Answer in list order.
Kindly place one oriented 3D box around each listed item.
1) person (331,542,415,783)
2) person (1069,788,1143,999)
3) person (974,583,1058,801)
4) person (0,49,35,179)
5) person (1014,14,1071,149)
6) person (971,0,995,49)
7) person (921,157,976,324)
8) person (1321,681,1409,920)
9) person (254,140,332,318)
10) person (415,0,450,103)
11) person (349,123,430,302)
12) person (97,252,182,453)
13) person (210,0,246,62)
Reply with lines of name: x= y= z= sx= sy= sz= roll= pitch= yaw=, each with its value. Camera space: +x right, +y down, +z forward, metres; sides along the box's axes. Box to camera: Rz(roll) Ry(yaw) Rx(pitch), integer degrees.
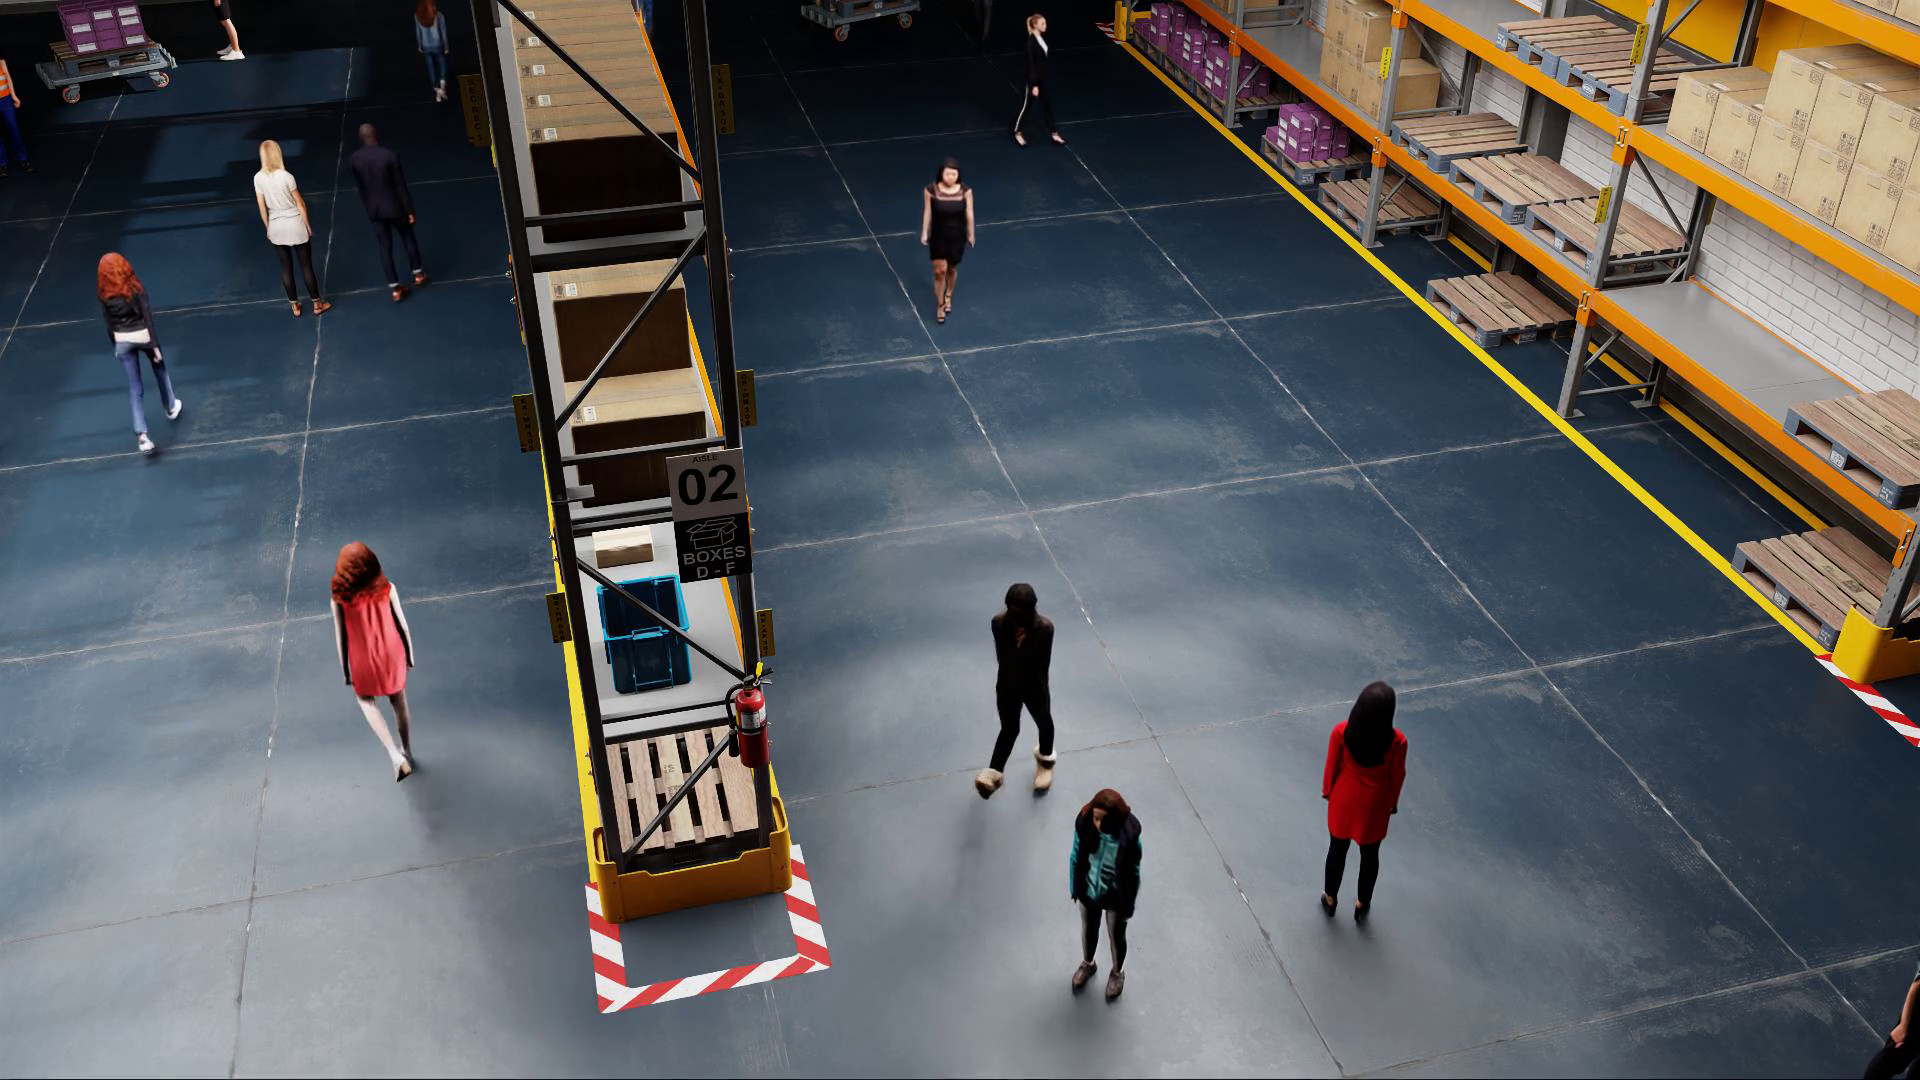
person: x=-3.737 y=0.848 z=10.739 sx=0.734 sy=1.815 sz=0.854 roll=-19 pitch=38 yaw=-26
person: x=0.822 y=1.961 z=9.352 sx=0.676 sy=1.497 sz=0.724 roll=11 pitch=35 yaw=17
person: x=0.392 y=1.032 z=10.618 sx=1.062 sy=1.642 sz=0.913 roll=-6 pitch=34 yaw=-9
person: x=-11.606 y=-5.324 z=19.966 sx=0.773 sy=1.880 sz=0.751 roll=-21 pitch=39 yaw=-29
person: x=0.851 y=-5.699 z=20.718 sx=1.072 sy=1.672 sz=0.999 roll=18 pitch=38 yaw=25
person: x=0.341 y=-7.935 z=24.180 sx=0.805 sy=1.563 sz=1.066 roll=3 pitch=34 yaw=4
person: x=-0.137 y=-3.058 z=16.725 sx=0.743 sy=1.693 sz=0.748 roll=-4 pitch=34 yaw=-5
person: x=2.351 y=1.538 z=9.763 sx=0.730 sy=1.747 sz=0.766 roll=9 pitch=35 yaw=13
person: x=-6.745 y=-3.113 z=16.692 sx=0.643 sy=1.822 sz=0.587 roll=-2 pitch=34 yaw=-3
person: x=-7.041 y=-6.561 z=22.200 sx=0.628 sy=1.467 sz=0.637 roll=-4 pitch=34 yaw=-6
person: x=-5.905 y=-3.313 z=17.031 sx=0.937 sy=1.779 sz=1.036 roll=3 pitch=34 yaw=5
person: x=-7.185 y=-1.601 z=14.496 sx=0.613 sy=1.735 sz=1.248 roll=-7 pitch=34 yaw=-11
person: x=-10.596 y=-7.825 z=23.741 sx=0.747 sy=1.866 sz=0.571 roll=-15 pitch=36 yaw=-21
